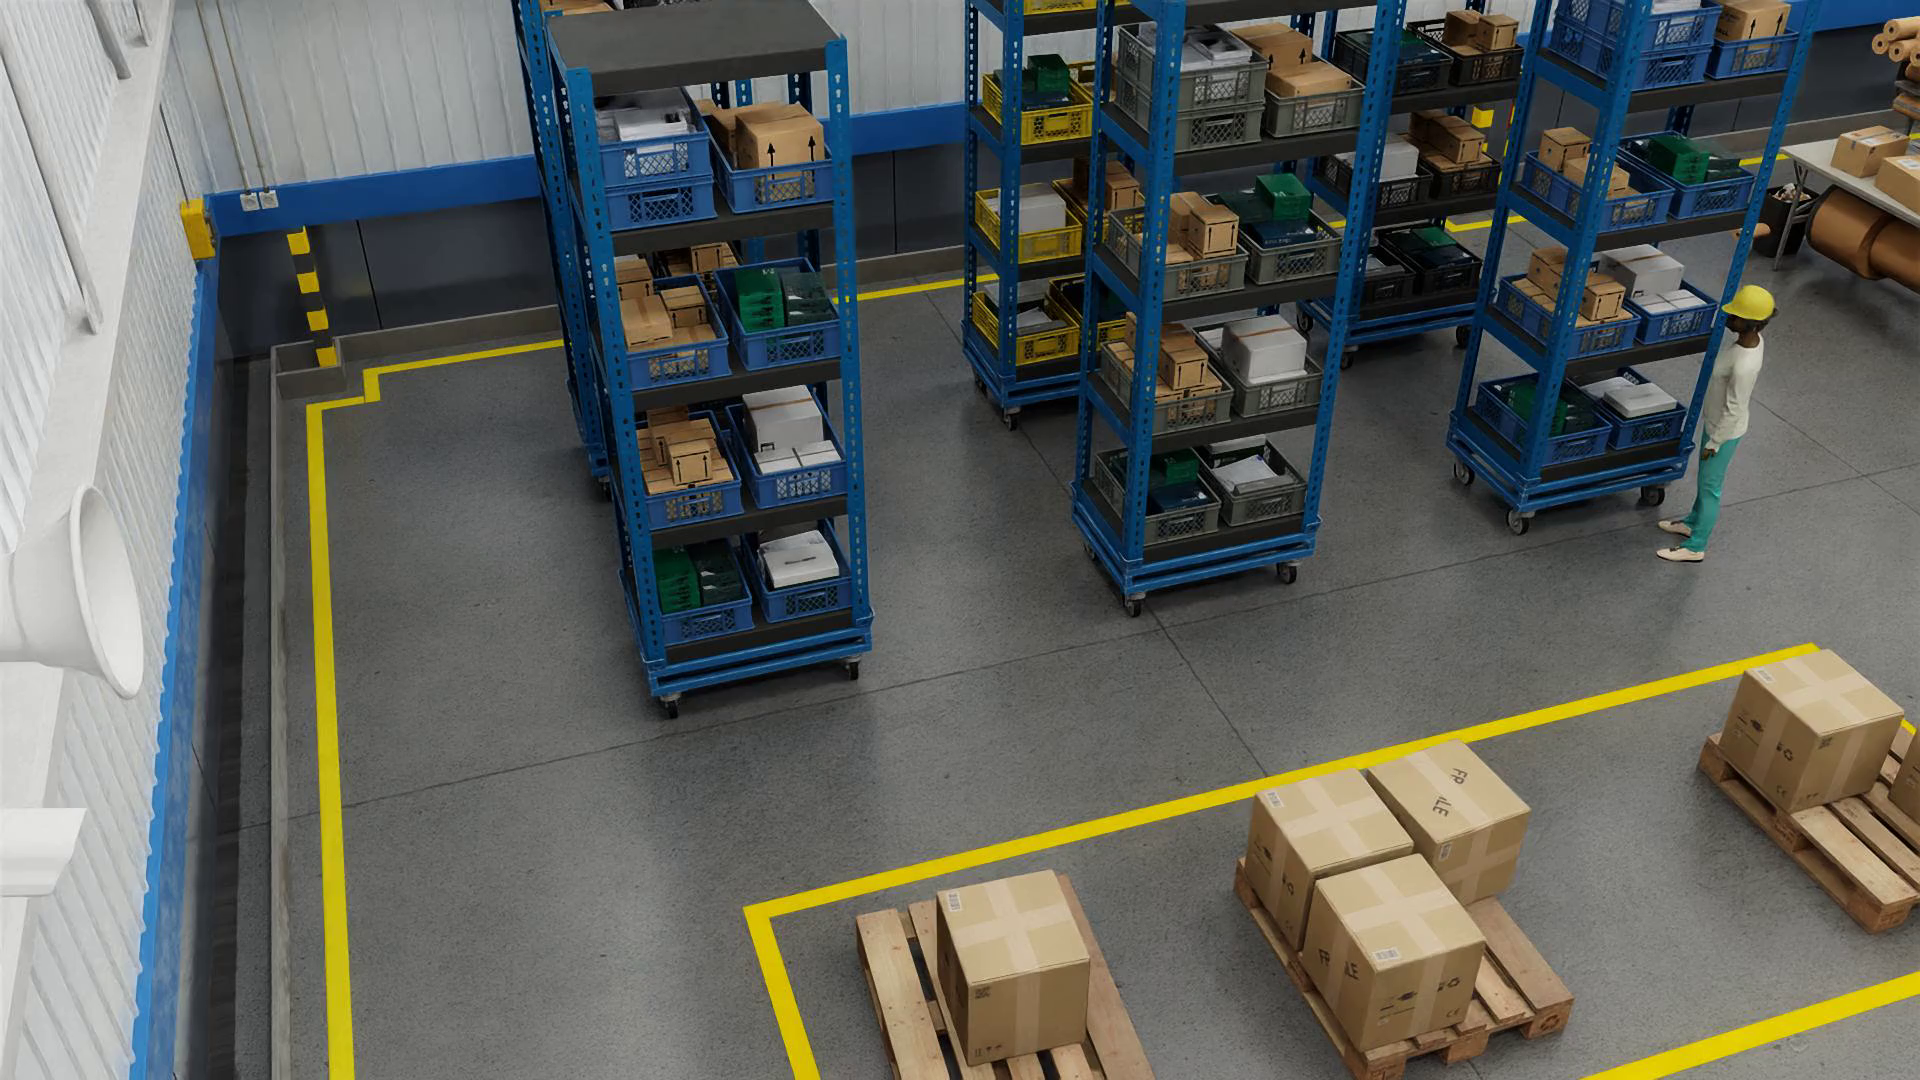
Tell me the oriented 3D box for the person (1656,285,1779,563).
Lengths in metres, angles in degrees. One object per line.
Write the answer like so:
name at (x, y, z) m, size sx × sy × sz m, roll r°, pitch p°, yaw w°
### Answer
person at (4.419, -0.671, 9.707) m, size 0.312 × 1.768 × 0.526 m, roll 13°, pitch 37°, yaw 18°
